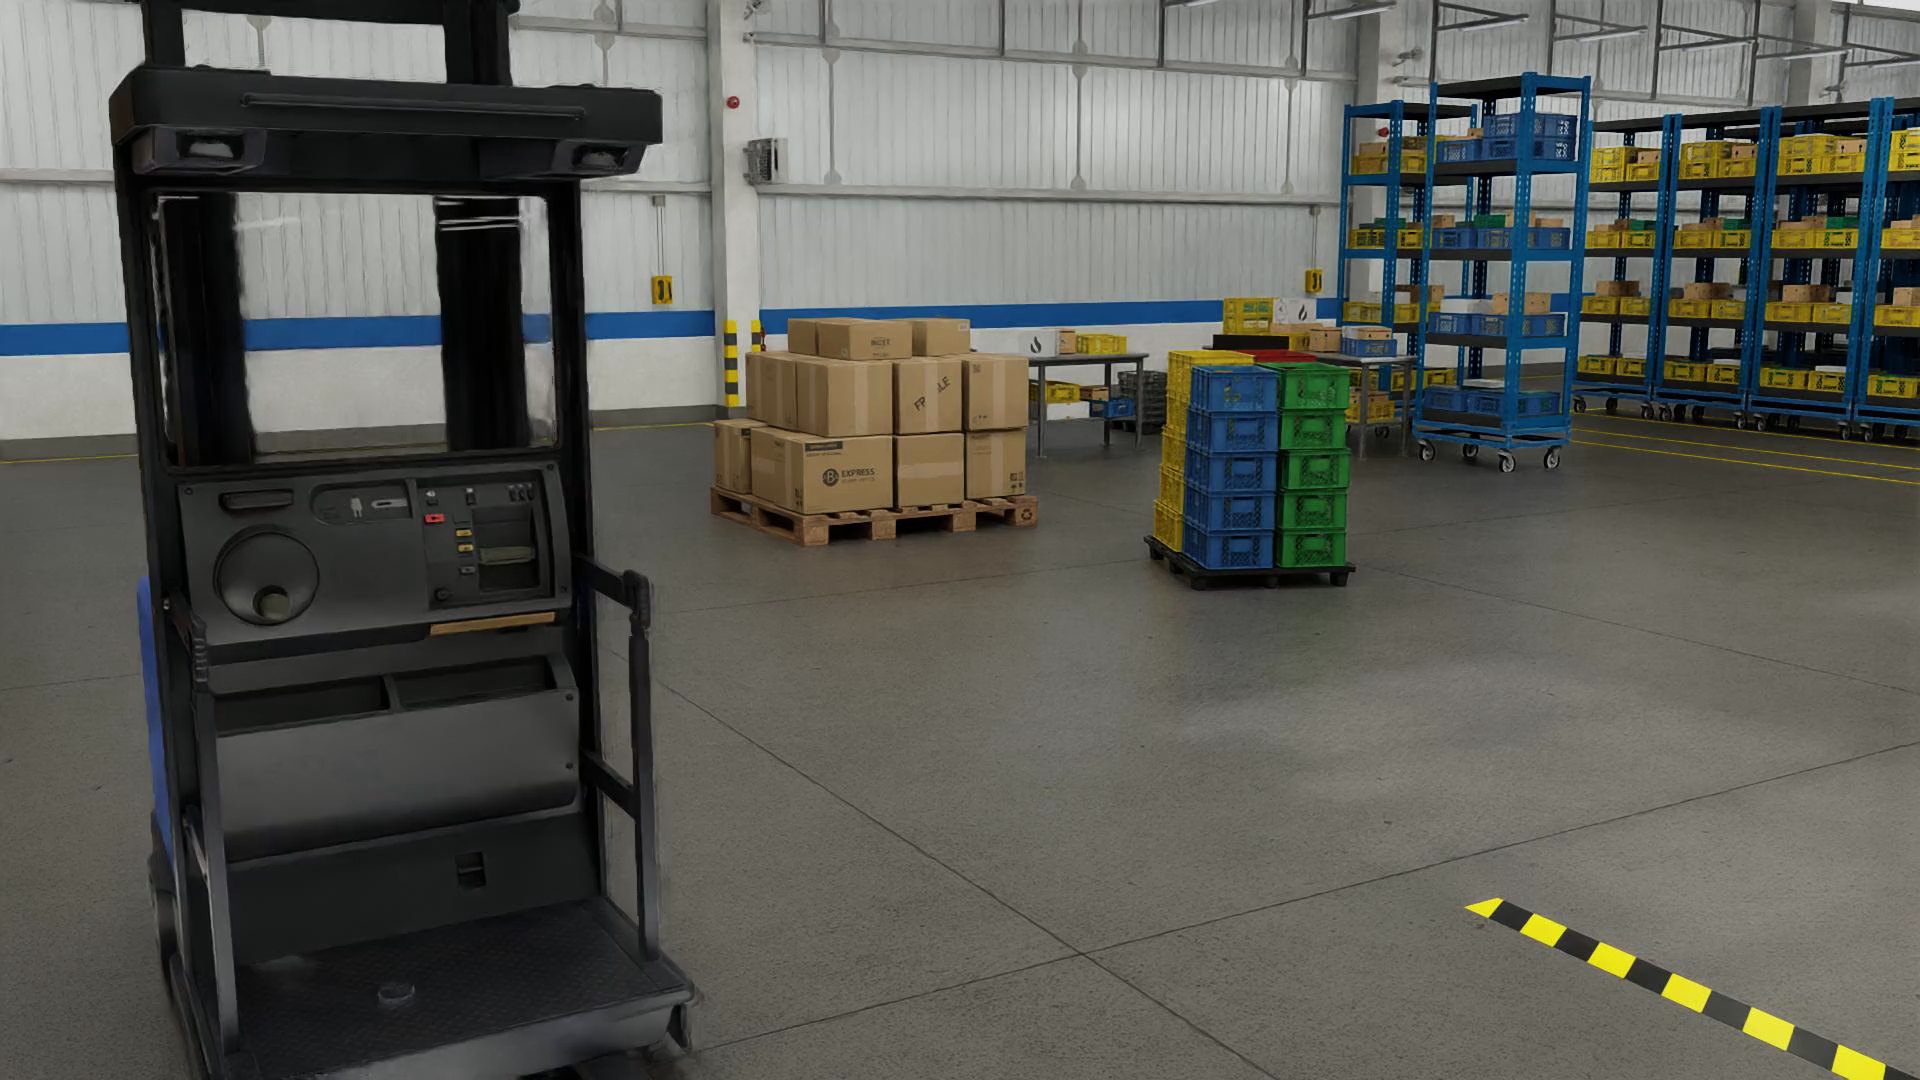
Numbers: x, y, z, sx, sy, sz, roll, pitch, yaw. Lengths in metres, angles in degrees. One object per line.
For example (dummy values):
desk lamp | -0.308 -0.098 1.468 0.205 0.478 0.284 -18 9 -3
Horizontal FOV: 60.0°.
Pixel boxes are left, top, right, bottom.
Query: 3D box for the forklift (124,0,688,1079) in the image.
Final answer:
forklift | -1.646 -0.151 4.527 1.129 2.768 1.873 -6 12 -30
